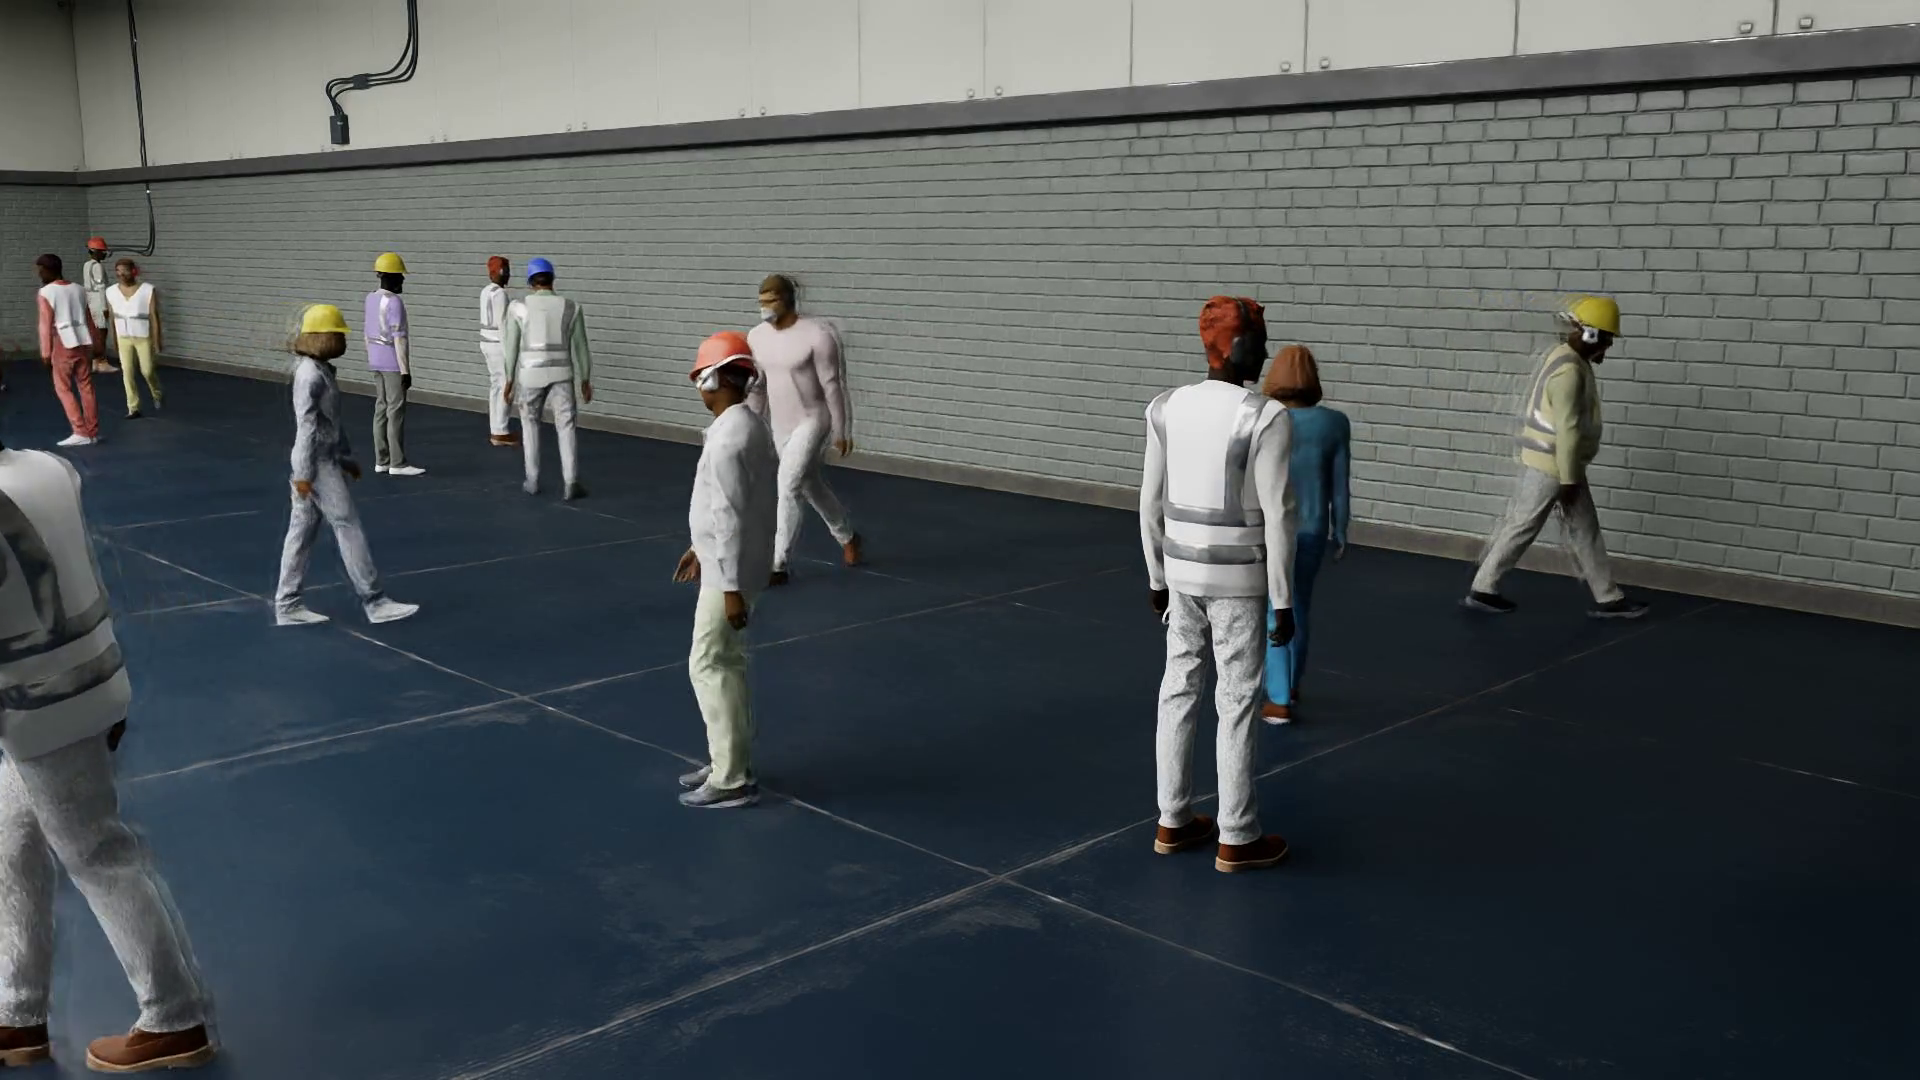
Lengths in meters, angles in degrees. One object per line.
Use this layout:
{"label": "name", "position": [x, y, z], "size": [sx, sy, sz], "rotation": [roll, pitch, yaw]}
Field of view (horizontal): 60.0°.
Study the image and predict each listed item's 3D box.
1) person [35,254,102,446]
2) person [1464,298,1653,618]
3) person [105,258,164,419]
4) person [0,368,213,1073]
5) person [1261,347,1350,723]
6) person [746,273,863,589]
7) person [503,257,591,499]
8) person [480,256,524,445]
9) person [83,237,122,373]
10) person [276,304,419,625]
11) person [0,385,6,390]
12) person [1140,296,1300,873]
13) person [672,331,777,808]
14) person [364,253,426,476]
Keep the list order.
{"label": "person", "position": [-8.840, -1.891, 16.574], "size": [0.408, 1.897, 0.738], "rotation": [3, 11, 14]}
{"label": "person", "position": [3.252, -0.434, 9.020], "size": [0.965, 1.751, 0.655], "rotation": [5, 11, 24]}
{"label": "person", "position": [-9.405, -2.307, 19.011], "size": [0.583, 1.824, 0.632], "rotation": [-1, 10, -5]}
{"label": "person", "position": [-2.252, 0.445, 3.960], "size": [0.791, 1.838, 0.604], "rotation": [-2, 11, -12]}
{"label": "person", "position": [1.408, -0.027, 7.202], "size": [0.521, 1.605, 0.545], "rotation": [-3, 11, -16]}
{"label": "person", "position": [-0.924, -0.682, 10.083], "size": [0.641, 1.875, 1.030], "rotation": [8, 13, 37]}
{"label": "person", "position": [-3.301, -1.286, 13.267], "size": [0.675, 1.924, 0.646], "rotation": [-3, 11, -18]}
{"label": "person", "position": [-4.581, -1.881, 16.566], "size": [0.371, 1.874, 0.600], "rotation": [-6, 12, -29]}
{"label": "person", "position": [-13.029, -3.555, 25.229], "size": [0.386, 2.039, 0.615], "rotation": [-10, 14, -44]}
{"label": "person", "position": [-3.302, -0.389, 8.850], "size": [0.817, 1.708, 0.500], "rotation": [-3, 11, -18]}
{"label": "person", "position": [-13.105, -2.775, 21.961], "size": [0.883, 1.669, 0.511], "rotation": [3, 11, 15]}
{"label": "person", "position": [0.854, 0.145, 5.480], "size": [0.337, 1.881, 0.585], "rotation": [-10, 14, -44]}
{"label": "person", "position": [-0.907, 0.101, 6.153], "size": [0.449, 1.724, 0.590], "rotation": [1, 10, 4]}
{"label": "person", "position": [-4.925, -1.521, 14.447], "size": [0.382, 1.924, 0.594], "rotation": [-10, 14, -44]}
